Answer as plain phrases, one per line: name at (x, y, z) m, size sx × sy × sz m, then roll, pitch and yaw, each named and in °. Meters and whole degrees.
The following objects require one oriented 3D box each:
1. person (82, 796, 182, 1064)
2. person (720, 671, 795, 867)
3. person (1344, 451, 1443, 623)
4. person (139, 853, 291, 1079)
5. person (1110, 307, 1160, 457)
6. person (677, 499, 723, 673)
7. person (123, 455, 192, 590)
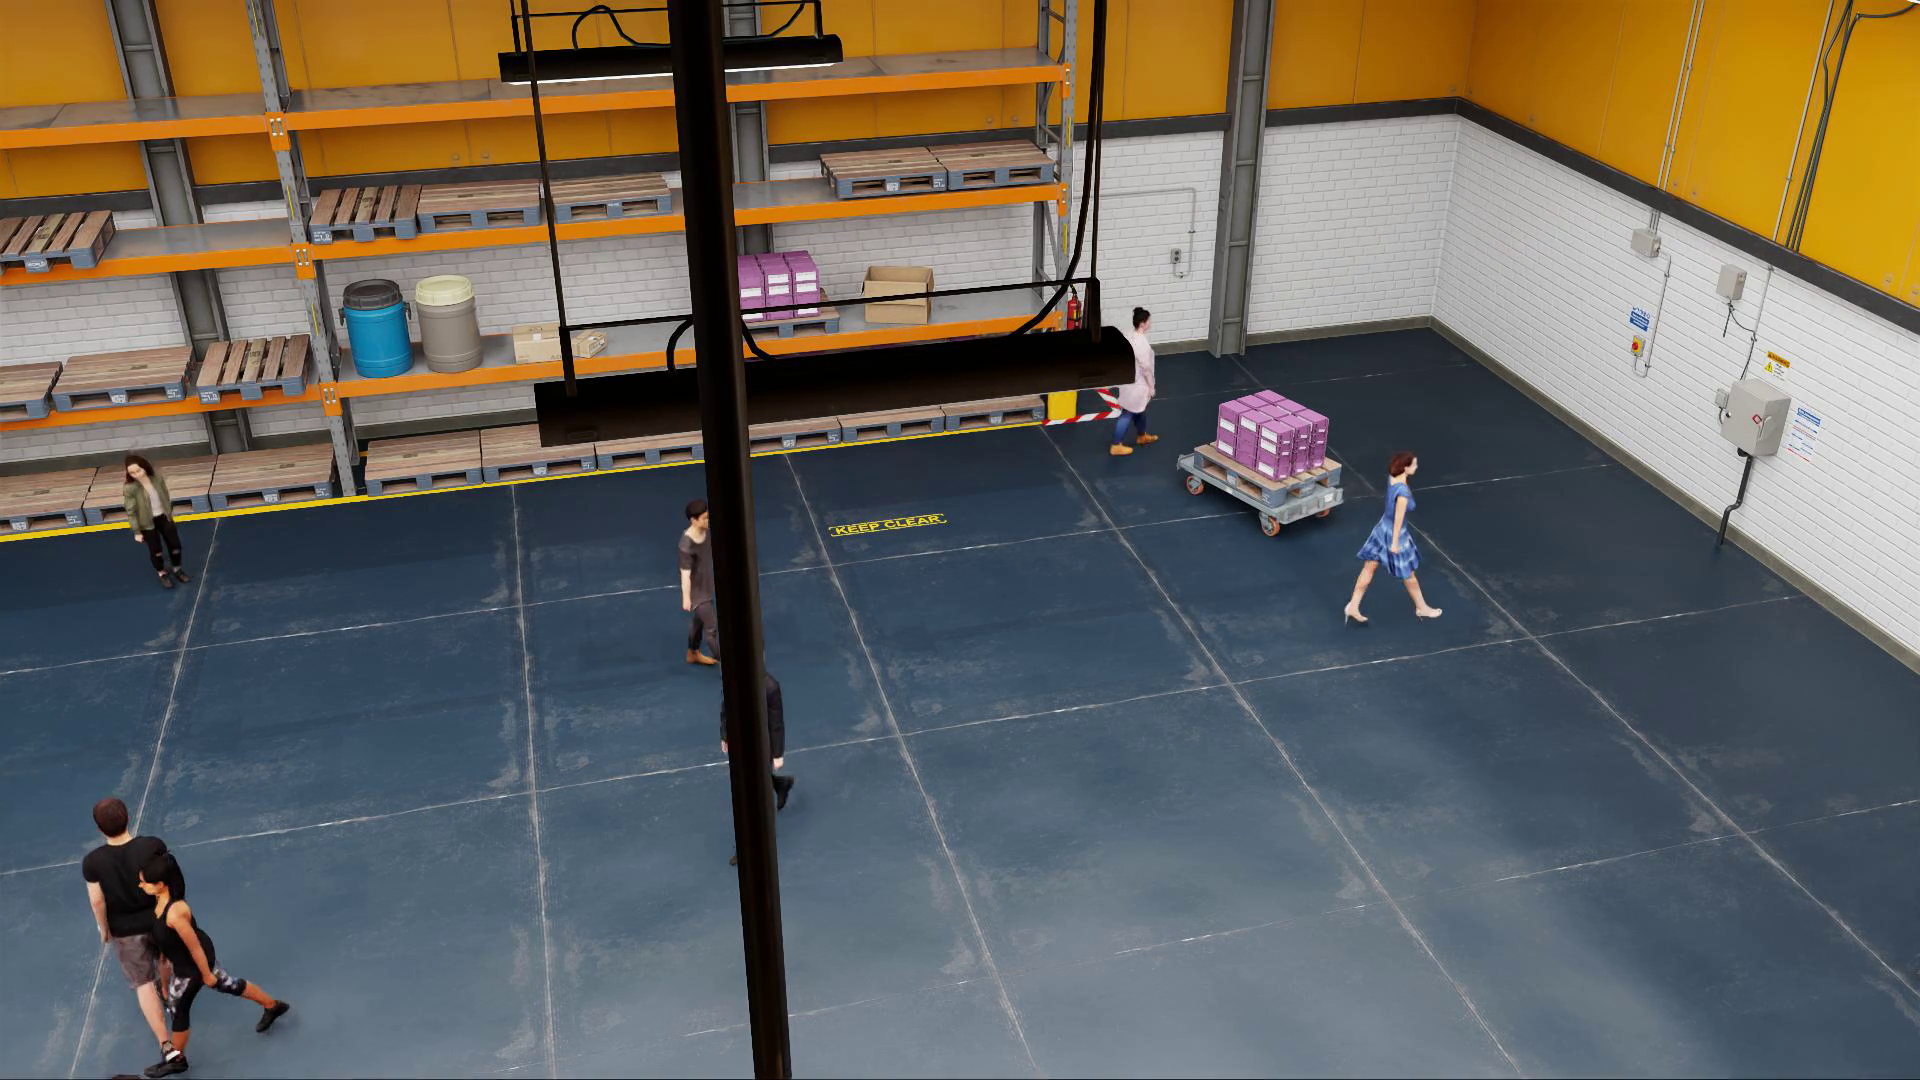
person at (-5.177, 2.483, 10.525) m, size 1.227 × 1.832 × 1.008 m, roll -19°, pitch 34°, yaw -31°
person at (-1.500, 1.465, 12.344) m, size 1.072 × 1.876 × 1.178 m, roll 19°, pitch 34°, yaw 31°
person at (3.842, 0.032, 15.105) m, size 1.172 × 1.748 × 0.762 m, roll -3°, pitch 29°, yaw -5°
person at (-4.751, 2.617, 10.496) m, size 1.215 × 1.625 × 0.853 m, roll -18°, pitch 34°, yaw -30°
person at (1.840, -1.738, 18.382) m, size 0.852 × 1.718 × 0.681 m, roll -8°, pitch 30°, yaw -14°
person at (-2.325, 0.393, 14.505) m, size 1.008 × 1.690 × 0.877 m, roll 7°, pitch 29°, yaw 13°
person at (-7.670, -0.188, 15.822) m, size 0.771 × 1.448 × 0.681 m, roll 17°, pitch 33°, yaw 28°
